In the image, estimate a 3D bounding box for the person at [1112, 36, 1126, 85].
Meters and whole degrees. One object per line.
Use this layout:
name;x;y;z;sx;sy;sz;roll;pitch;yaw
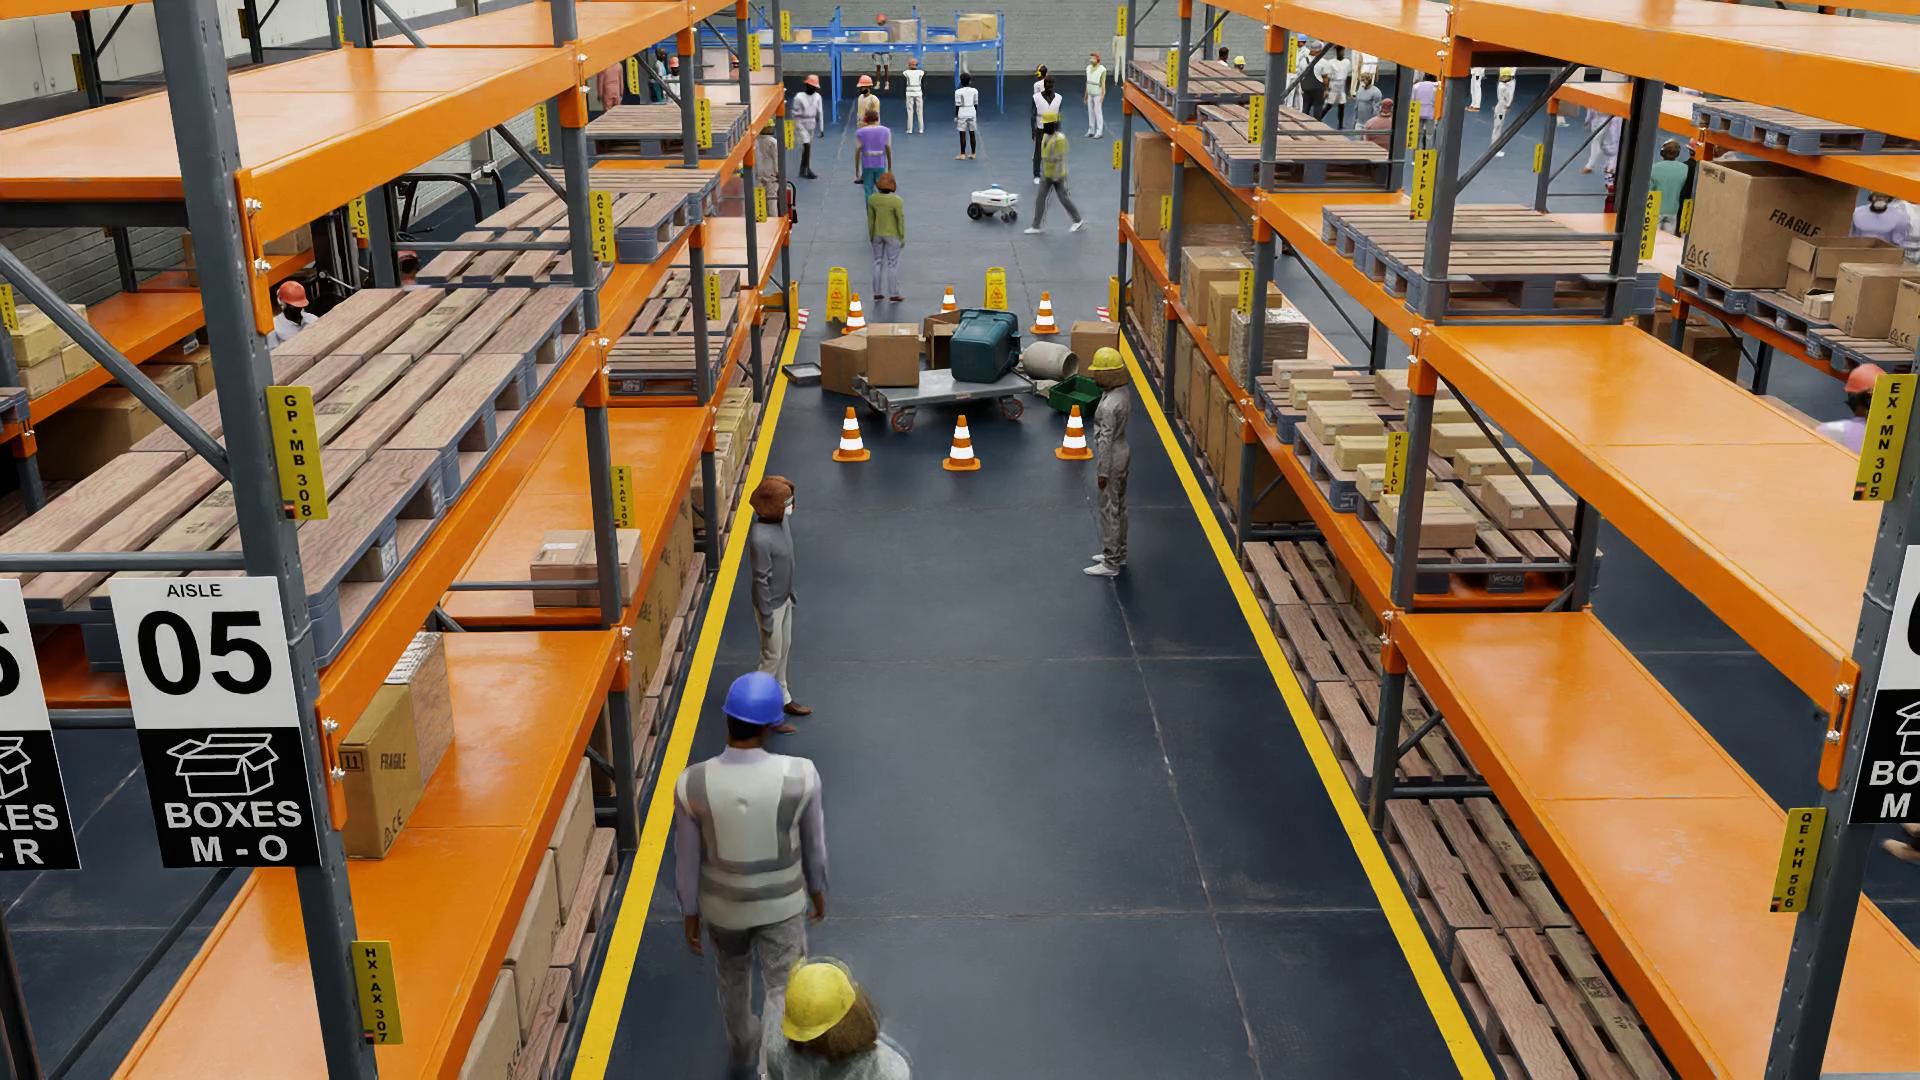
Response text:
person;4.591;-13.834;47.485;0.501;1.633;0.285;8;22;19

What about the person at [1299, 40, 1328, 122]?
person;7.827;-9.966;36.695;0.684;2.000;0.538;15;26;35

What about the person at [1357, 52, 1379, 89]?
person;10.020;-11.451;40.897;0.567;1.840;0.375;-6;22;-16

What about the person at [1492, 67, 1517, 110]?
person;13.611;-11.657;41.390;0.380;1.881;0.593;-7;22;-18

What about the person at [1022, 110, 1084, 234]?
person;1.484;-5.651;25.531;0.992;1.879;0.595;-10;23;-26

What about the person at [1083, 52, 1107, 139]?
person;2.965;-9.701;36.283;0.384;1.836;0.564;-15;25;-34

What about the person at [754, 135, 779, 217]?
person;-3.033;-5.771;25.979;0.408;1.781;0.684;10;23;24

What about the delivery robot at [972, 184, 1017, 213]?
delivery robot;0.551;-5.473;26.756;0.707;0.478;0.477;12;24;28

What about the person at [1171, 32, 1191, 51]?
person;5.455;-11.536;40.842;0.616;2.040;0.384;-12;24;-29

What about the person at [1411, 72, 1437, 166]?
person;9.031;-8.225;32.265;0.586;1.917;0.380;11;24;28

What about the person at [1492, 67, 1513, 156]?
person;10.984;-8.673;33.690;0.290;1.746;0.487;8;22;21

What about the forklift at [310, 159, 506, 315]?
forklift;-5.622;-2.910;17.832;2.313;2.155;1.214;-1;21;-1

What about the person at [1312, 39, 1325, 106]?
person;9.148;-12.046;42.339;0.362;1.936;0.542;10;23;26

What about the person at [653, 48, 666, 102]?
person;-6.683;-10.053;37.204;0.351;1.842;0.507;-5;21;-13

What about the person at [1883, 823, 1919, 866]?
person;5.116;0.810;8.500;0.515;1.838;0.335;-17;26;-37

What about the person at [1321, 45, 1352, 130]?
person;8.417;-10.088;37.130;0.727;1.962;0.594;-8;22;-20

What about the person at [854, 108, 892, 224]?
person;-1.355;-5.826;26.070;0.595;1.823;0.485;-6;22;-15

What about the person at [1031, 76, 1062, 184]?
person;1.561;-7.444;30.206;0.587;1.916;0.390;-7;22;-18

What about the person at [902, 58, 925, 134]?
person;-1.028;-9.877;37.021;0.515;1.638;0.315;-3;21;-7

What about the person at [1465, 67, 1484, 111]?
person;12.815;-11.604;41.262;0.355;1.876;0.574;1;21;2

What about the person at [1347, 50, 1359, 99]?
person;10.508;-12.546;44.097;0.280;1.627;0.507;15;25;34

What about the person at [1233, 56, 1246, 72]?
person;5.996;-9.563;36.013;0.319;1.767;0.534;-5;21;-14

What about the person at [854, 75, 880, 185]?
person;-1.681;-7.387;30.022;0.369;1.939;0.542;-18;27;-39

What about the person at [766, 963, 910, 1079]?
person;-0.354;2.038;5.435;0.500;1.710;0.740;7;22;19

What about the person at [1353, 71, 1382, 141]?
person;7.540;-7.731;30.956;0.388;1.928;0.634;-11;23;-26

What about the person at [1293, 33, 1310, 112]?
person;8.186;-11.193;40.068;0.388;1.947;0.611;-6;22;-16

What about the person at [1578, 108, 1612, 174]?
person;12.205;-7.913;31.472;0.949;1.907;0.638;-8;22;-19

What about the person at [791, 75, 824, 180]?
person;-2.793;-7.602;30.656;0.561;1.879;0.926;-14;25;-32

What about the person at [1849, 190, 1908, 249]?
person;10.208;-3.086;18.693;0.642;1.912;0.790;11;23;26

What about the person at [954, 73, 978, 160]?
person;0.119;-8.418;33.087;0.532;1.693;0.319;-12;24;-29

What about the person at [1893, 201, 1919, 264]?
person;10.993;-3.260;19.227;0.583;1.861;0.668;-7;22;-17

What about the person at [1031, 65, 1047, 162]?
person;1.620;-8.449;32.946;0.328;1.861;0.500;18;27;40

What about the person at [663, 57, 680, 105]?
person;-5.745;-8.808;33.778;0.544;1.939;0.354;-2;21;-5

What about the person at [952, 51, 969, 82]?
person;0.023;-14.166;48.236;0.495;1.732;0.333;-6;21;-14

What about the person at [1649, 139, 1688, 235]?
person;9.153;-4.236;21.693;0.635;1.937;0.354;0;21;0

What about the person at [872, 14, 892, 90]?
person;-2.162;-13.510;46.058;0.605;2.045;0.376;6;21;15

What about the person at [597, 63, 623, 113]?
person;-7.693;-9.822;36.505;0.652;1.904;0.403;-19;28;-41

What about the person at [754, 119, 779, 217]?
person;-2.981;-5.696;25.823;0.494;1.743;0.308;13;24;30

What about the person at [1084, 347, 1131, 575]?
person;1.092;-0.579;12.319;0.322;1.734;0.488;7;22;18

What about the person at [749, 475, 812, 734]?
person;-1.092;0.380;9.931;0.299;1.622;0.504;4;21;9

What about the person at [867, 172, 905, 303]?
person;-0.928;-3.829;21.042;0.507;1.631;0.266;10;23;24

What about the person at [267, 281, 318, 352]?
person;-5.713;-1.387;14.432;0.334;1.743;0.560;12;24;29

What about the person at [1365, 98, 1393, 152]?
person;6.792;-6.106;26.687;0.652;1.906;0.406;6;21;15

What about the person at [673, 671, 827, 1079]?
person;-0.838;1.463;6.688;0.613;1.911;0.850;-1;21;-2

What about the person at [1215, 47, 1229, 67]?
person;5.710;-9.889;36.688;0.414;1.906;0.597;-9;23;-23
